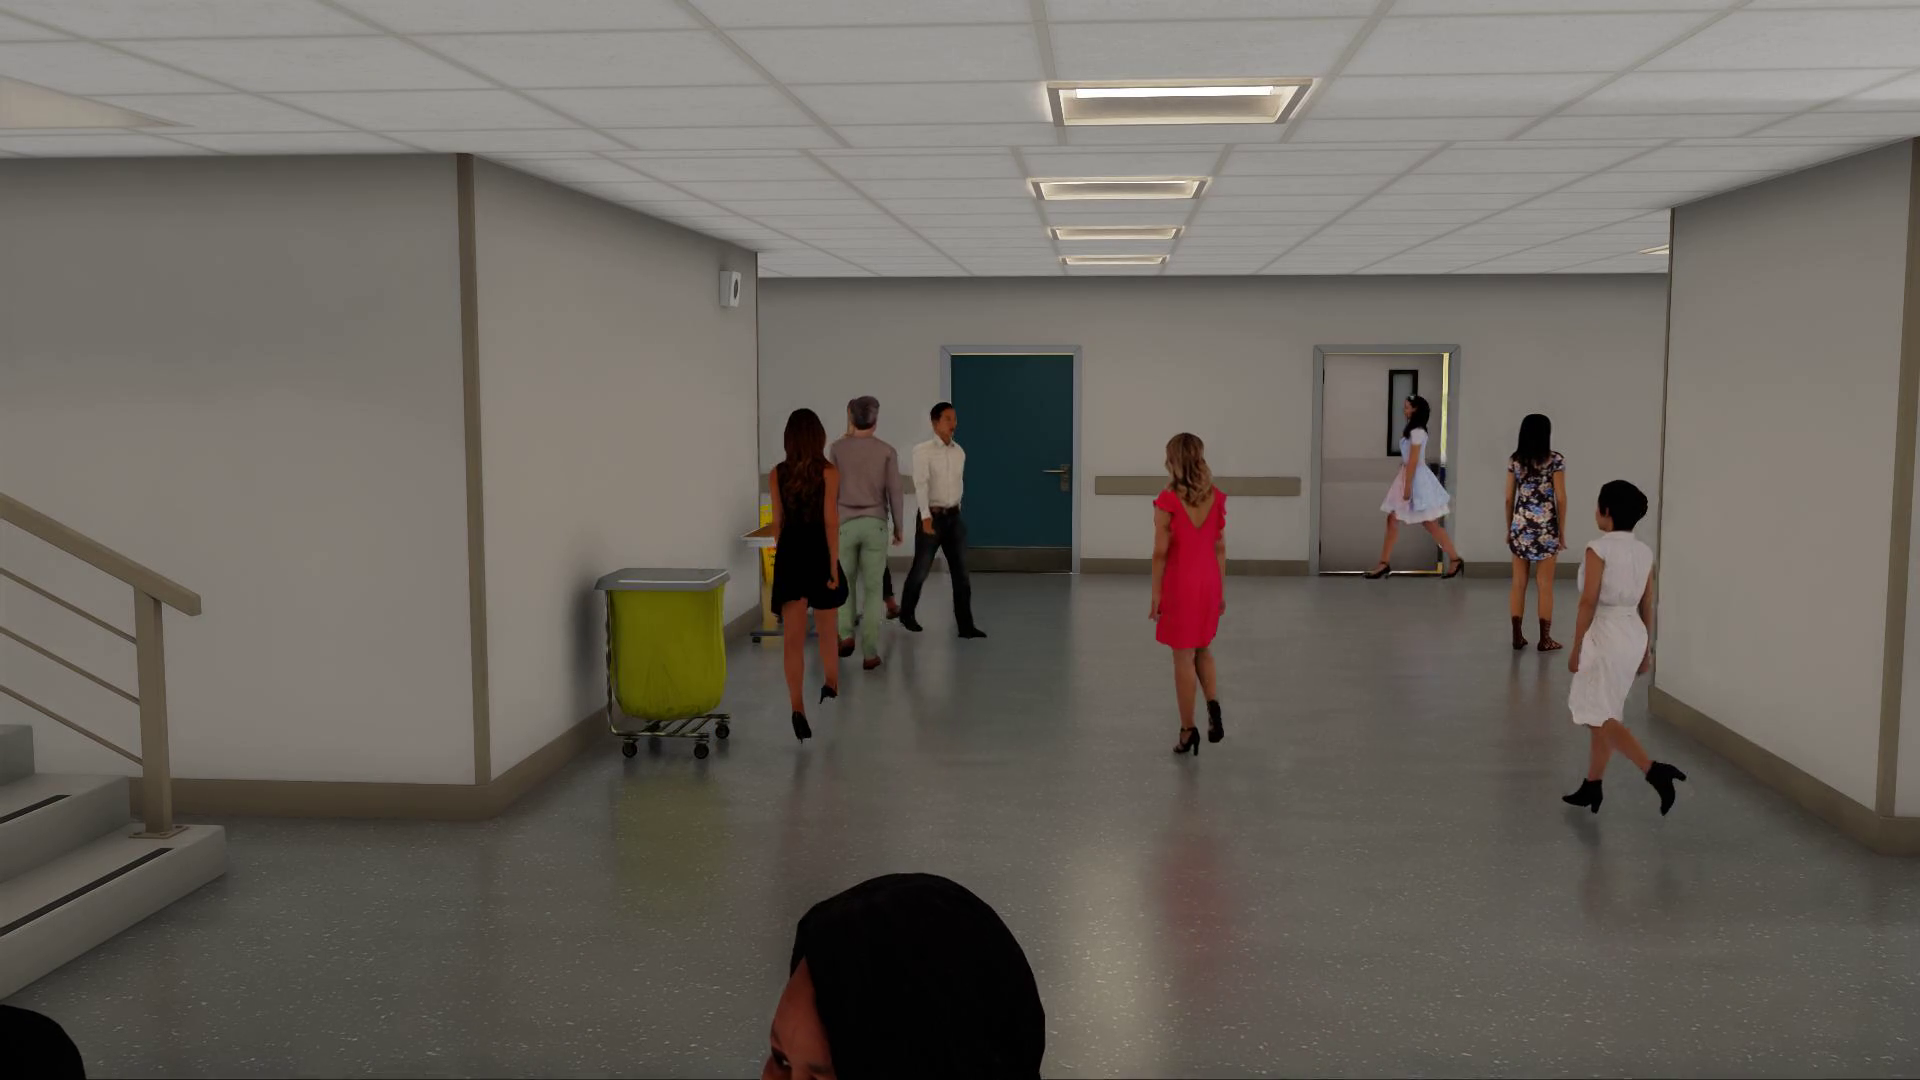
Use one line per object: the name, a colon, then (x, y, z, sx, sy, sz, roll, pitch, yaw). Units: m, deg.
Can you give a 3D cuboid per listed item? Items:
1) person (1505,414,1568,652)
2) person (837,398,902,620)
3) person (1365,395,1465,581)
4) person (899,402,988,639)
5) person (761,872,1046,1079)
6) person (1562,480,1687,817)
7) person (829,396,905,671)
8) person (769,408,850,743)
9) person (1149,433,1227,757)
person: (4.213, -0.061, 12.212, 0.638, 1.733, 0.730, 5, 7, 40)
person: (-0.920, -0.223, 13.503, 1.079, 1.795, 0.964, 6, 8, 44)
person: (4.420, -0.444, 15.816, 1.166, 1.773, 0.704, 1, 6, 12)
person: (-0.230, -0.121, 12.636, 1.192, 1.766, 1.194, -4, 7, -36)
person: (-0.053, 1.075, 1.520, 0.663, 1.612, 0.782, 2, 6, 22)
person: (2.969, 0.517, 7.444, 0.941, 1.536, 0.933, -3, 7, -28)
person: (-0.680, -0.035, 11.318, 0.584, 1.860, 0.749, 0, 6, 4)
person: (-0.879, 0.226, 9.083, 1.090, 1.788, 0.646, 1, 6, 8)
person: (1.257, 0.294, 8.749, 0.769, 1.718, 0.805, -2, 6, -22)
